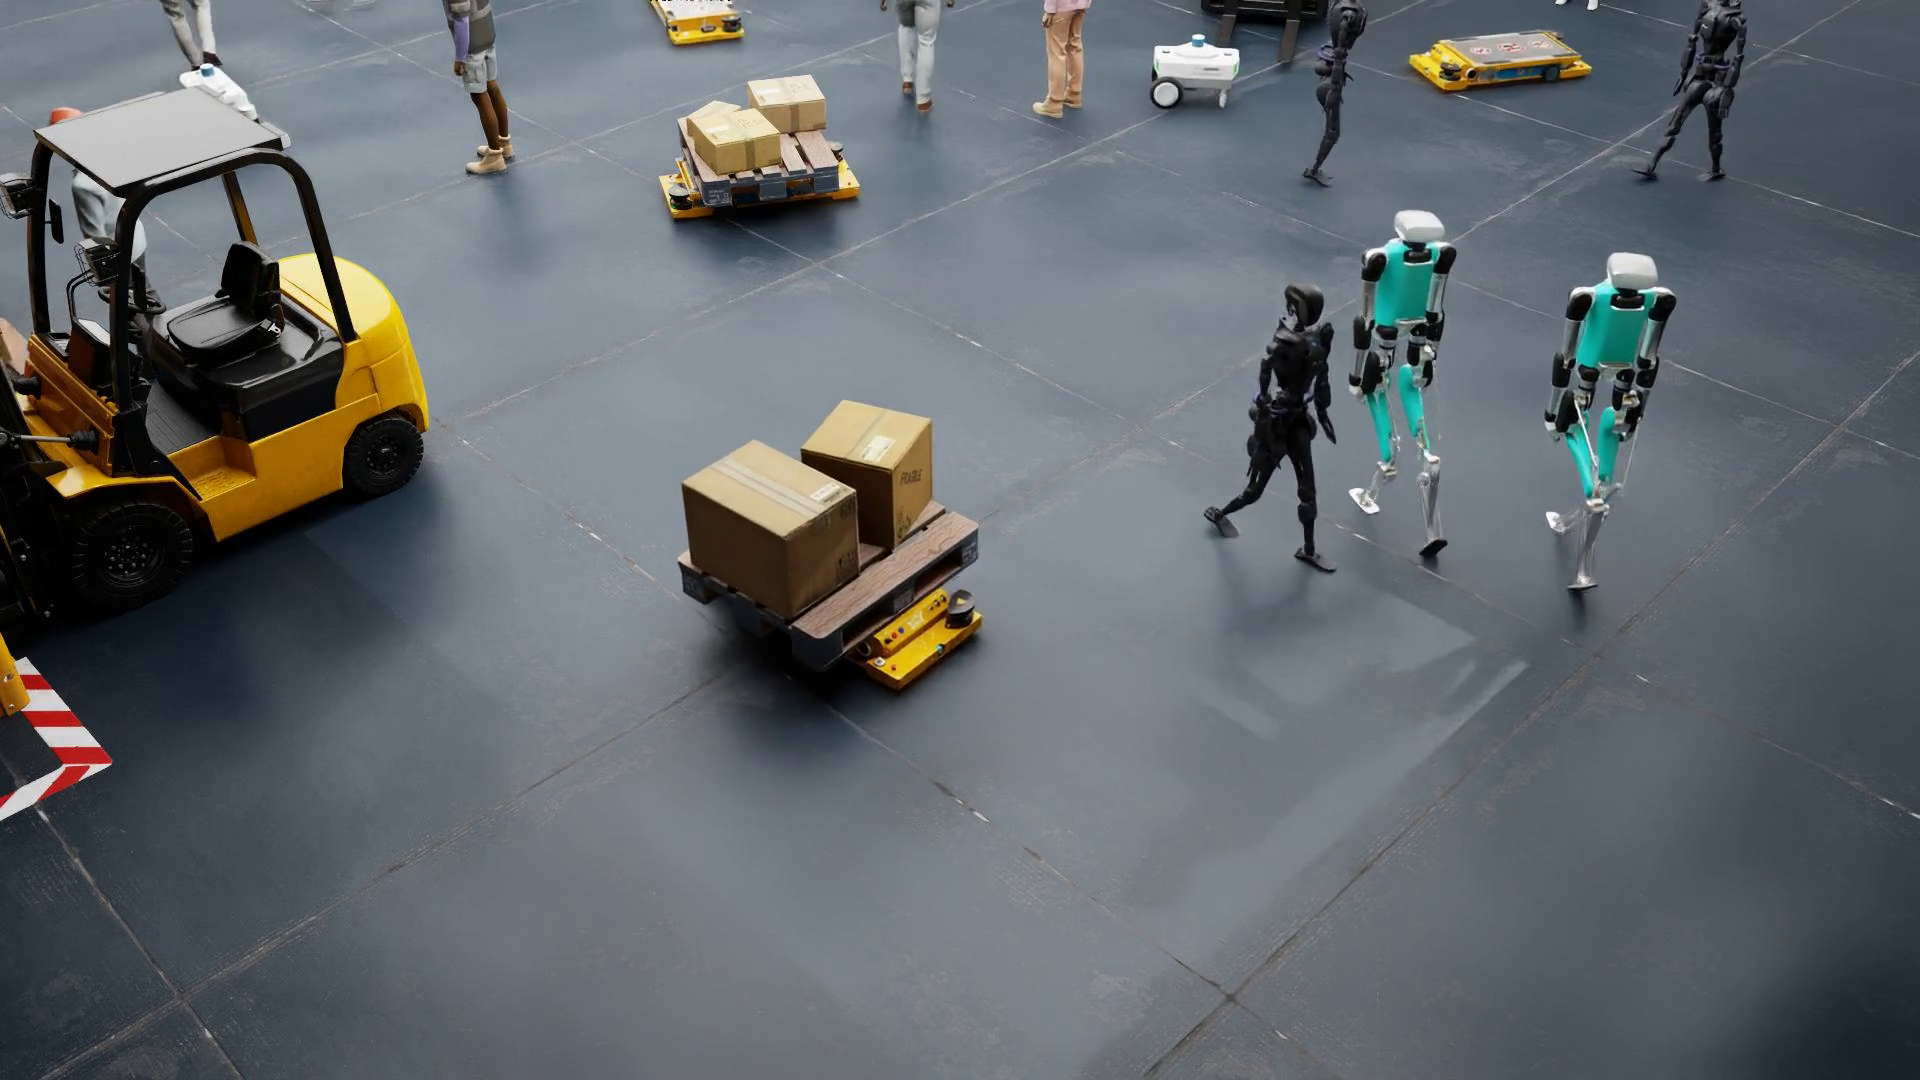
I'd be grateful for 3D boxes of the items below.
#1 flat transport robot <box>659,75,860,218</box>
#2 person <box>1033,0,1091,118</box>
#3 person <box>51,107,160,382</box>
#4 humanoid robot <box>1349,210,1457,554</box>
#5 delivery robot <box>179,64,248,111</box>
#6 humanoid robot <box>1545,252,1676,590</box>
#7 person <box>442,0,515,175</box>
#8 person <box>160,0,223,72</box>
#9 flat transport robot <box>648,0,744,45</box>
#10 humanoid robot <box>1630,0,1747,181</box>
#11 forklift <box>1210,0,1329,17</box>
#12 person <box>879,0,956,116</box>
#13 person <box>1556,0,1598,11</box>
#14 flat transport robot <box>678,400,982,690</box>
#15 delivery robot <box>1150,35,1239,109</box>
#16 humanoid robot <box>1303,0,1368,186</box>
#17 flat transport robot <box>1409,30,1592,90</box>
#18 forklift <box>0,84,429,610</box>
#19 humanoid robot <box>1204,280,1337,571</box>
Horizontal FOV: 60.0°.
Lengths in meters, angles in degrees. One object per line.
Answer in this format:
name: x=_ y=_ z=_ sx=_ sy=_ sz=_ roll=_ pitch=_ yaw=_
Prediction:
flat transport robot: x=-1.532 y=-2.740 z=12.664 sx=1.431 sy=0.231 sz=0.659 roll=-10 pitch=38 yaw=-13
person: x=0.885 y=-4.352 z=13.568 sx=0.415 sy=1.774 sz=0.537 roll=24 pitch=43 yaw=29
person: x=-5.185 y=-1.807 z=10.186 sx=0.351 sy=1.737 sz=0.574 roll=-2 pitch=37 yaw=-2
humanoid robot: x=2.445 y=-0.754 z=8.819 sx=0.570 sy=1.804 sz=0.952 roll=-12 pitch=38 yaw=-16
delivery robot: x=-6.055 y=-3.575 z=13.535 sx=0.499 sy=0.586 sz=0.772 roll=-25 pitch=43 yaw=-29
humanoid robot: x=3.322 y=-0.505 z=8.490 sx=0.530 sy=1.785 sz=1.013 roll=0 pitch=37 yaw=0
person: x=-3.704 y=-3.778 z=12.574 sx=0.374 sy=2.043 sz=0.606 roll=3 pitch=37 yaw=4
person: x=-6.737 y=-4.851 z=14.241 sx=0.573 sy=1.761 sz=0.424 roll=-16 pitch=40 yaw=-20
flat transport robot: x=-2.524 y=-5.030 z=15.730 sx=0.659 sy=0.231 sz=1.431 roll=-12 pitch=38 yaw=-15
humanoid robot: x=5.592 y=-3.439 z=12.459 sx=0.775 sy=1.628 sz=0.609 roll=-11 pitch=38 yaw=-15
forklift: x=3.106 y=-6.400 z=15.960 sx=1.214 sy=2.155 sz=2.313 roll=8 pitch=37 yaw=10
person: x=-0.347 y=-4.515 z=13.672 sx=0.655 sy=1.903 sz=0.694 roll=5 pitch=37 yaw=6
person: x=6.024 y=-5.856 z=15.687 sx=0.514 sy=1.640 sz=0.307 roll=20 pitch=41 yaw=25
flat transport robot: x=-0.646 y=0.260 z=8.649 sx=1.431 sy=0.231 sz=0.659 roll=27 pitch=44 yaw=31
delivery robot: x=1.973 y=-3.976 z=14.073 sx=0.754 sy=0.586 sz=0.524 roll=4 pitch=37 yaw=5
humanoid robot: x=2.836 y=-3.492 z=12.506 sx=0.336 sy=1.646 sz=0.616 roll=9 pitch=38 yaw=12
flat transport robot: x=4.767 y=-4.226 z=14.654 sx=1.431 sy=0.231 sz=0.659 roll=-9 pitch=38 yaw=-12
forklift: x=-4.145 y=-1.093 z=8.856 sx=2.313 sy=2.155 sz=1.214 roll=-31 pitch=47 yaw=-34
humanoid robot: x=1.706 y=-0.614 z=8.684 sx=0.593 sy=1.628 sz=0.764 roll=-27 pitch=45 yaw=-32
